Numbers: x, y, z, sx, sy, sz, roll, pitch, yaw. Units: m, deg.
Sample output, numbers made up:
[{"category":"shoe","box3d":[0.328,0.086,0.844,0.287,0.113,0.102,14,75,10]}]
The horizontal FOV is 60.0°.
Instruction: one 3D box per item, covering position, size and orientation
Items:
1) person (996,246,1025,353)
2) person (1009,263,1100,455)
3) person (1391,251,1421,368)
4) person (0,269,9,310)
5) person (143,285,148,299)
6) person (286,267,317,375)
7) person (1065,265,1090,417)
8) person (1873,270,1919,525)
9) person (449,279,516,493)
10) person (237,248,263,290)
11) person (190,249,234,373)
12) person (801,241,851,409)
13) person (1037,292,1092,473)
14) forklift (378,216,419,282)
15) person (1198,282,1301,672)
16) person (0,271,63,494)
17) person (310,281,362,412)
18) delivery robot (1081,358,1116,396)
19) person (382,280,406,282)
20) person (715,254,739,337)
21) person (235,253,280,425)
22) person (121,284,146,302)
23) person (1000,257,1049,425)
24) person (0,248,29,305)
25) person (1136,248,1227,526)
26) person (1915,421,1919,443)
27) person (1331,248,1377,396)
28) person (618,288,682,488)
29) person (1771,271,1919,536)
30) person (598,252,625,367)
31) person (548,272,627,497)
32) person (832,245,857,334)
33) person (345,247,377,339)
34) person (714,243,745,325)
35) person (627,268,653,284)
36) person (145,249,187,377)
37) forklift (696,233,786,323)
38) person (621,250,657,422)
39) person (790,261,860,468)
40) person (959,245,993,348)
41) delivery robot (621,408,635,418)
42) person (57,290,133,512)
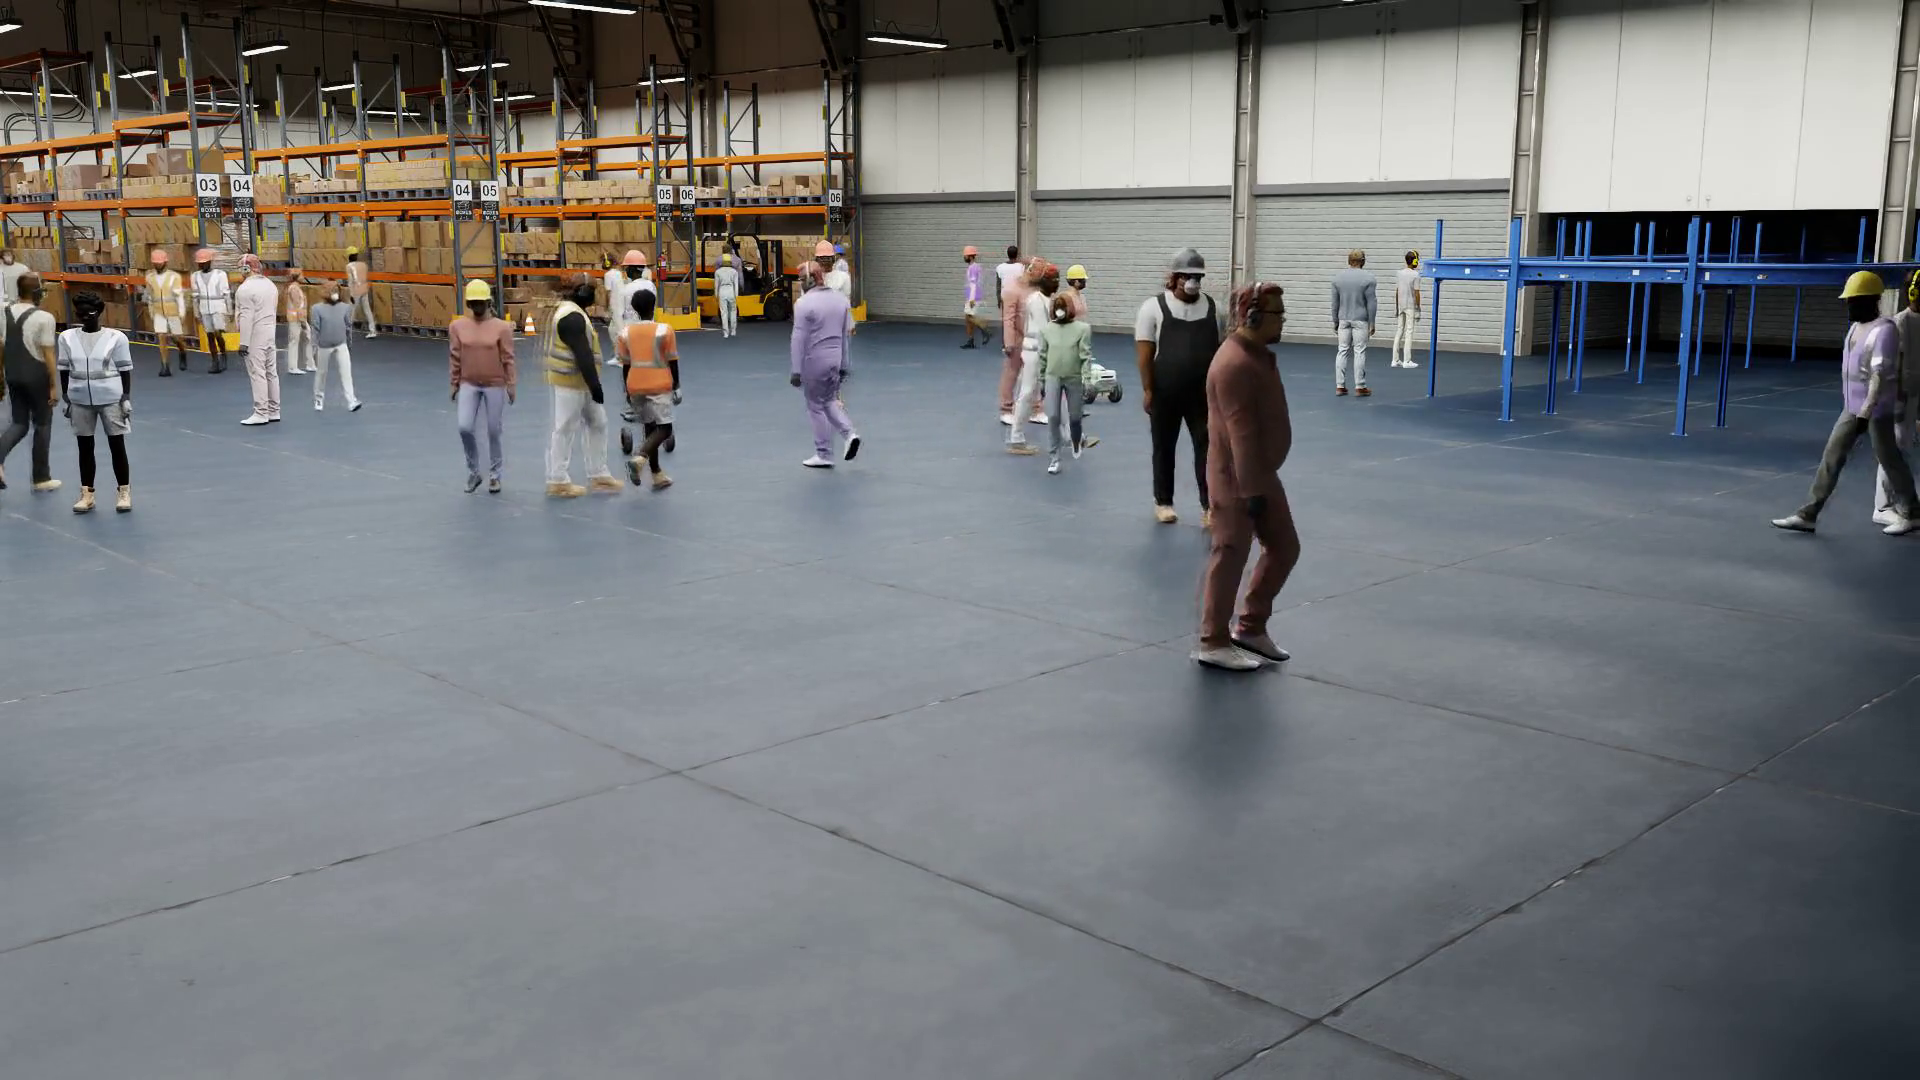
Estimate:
[{"category":"person","box3d":[0.946,-4.338,30.007,0.593,1.921,0.388,3,11,16]},{"category":"person","box3d":[0.891,-1.735,16.042,0.949,1.836,0.573,4,11,21]},{"category":"person","box3d":[7.216,-3.717,26.802,0.324,1.865,0.517,-6,12,-32]},{"category":"person","box3d":[-15.659,-3.772,27.032,0.355,1.881,0.575,-8,13,-36]},{"category":"person","box3d":[-21.005,-6.745,43.396,0.631,1.831,0.445,-6,12,-32]},{"category":"person","box3d":[-9.998,-3.334,25.344,0.632,1.613,0.534,-2,11,-12]},{"category":"person","box3d":[1.343,-2.312,19.383,0.314,1.769,0.523,6,12,29]},{"category":"person","box3d":[6.985,-1.053,12.236,0.322,1.871,0.524,10,14,42]},{"category":"person","box3d":[-3.918,-1.253,13.643,0.545,1.748,0.527,-1,10,-5]},{"category":"person","box3d":[-15.230,-5.326,35.617,0.429,1.844,0.625,6,12,28]},{"category":"person","box3d":[-11.463,-3.504,25.517,0.595,1.898,0.564,0,10,-2]},{"category":"person","box3d":[-1.630,-2.613,20.272,0.614,2.043,0.374,-2,11,-10]},{"category":"person","box3d":[0.948,-1.441,15.047,0.505,1.610,0.622,2,11,10]},{"category":"forklift","box3d":[-17.868,-9.201,54.028,1.873,2.768,1.129,-10,14,-44]},{"category":"person","box3d":[1.423,-0.287,8.031,0.569,1.888,0.652,5,11,24]},{"category":"person","box3d":[-7.630,-1.262,13.533,0.558,1.815,0.665,2,11,9]},{"category":"person","box3d":[-7.537,-2.321,19.987,0.523,1.566,0.959,-8,13,-37]},{"category":"delivery robot","box3d":[1.682,-2.084,21.304,0.477,0.478,0.707,-6,12,-30]},{"category":"person","box3d":[-14.738,-6.708,43.303,0.915,1.792,0.607,8,13,38]},{"category":"person","box3d":[-4.871,-5.103,34.757,0.501,1.701,0.867,-1,10,-7]},{"category":"person","box3d":[-7.919,-2.256,18.699,0.410,1.907,0.642,1,10,6]},{"category":"person","box3d":[-20.370,-6.390,40.925,0.658,2.022,0.614,9,14,41]},{"category":"person","box3d":[0.786,-2.200,18.492,0.718,1.861,0.824,-9,13,-39]},{"category":"person","box3d":[-17.159,-4.335,30.099,0.655,1.879,1.035,-6,12,-28]},{"category":"person","box3d":[1.628,-1.085,12.062,0.682,2.000,0.871,-1,10,-4]},{"category":"person","box3d":[9.563,-1.764,16.030,0.711,1.899,0.647,-2,11,-10]},{"category":"person","box3d":[5.221,-2.883,22.030,0.632,1.939,0.368,8,13,36]},{"category":"person","box3d":[-2.603,-1.237,13.749,0.542,1.678,0.620,4,11,22]},{"category":"person","box3d":[6.409,-0.957,11.758,1.046,1.865,0.601,0,10,1]},{"category":"person","box3d":[-5.550,-3.710,26.829,0.660,1.835,0.510,1,10,8]},{"category":"person","box3d":[-3.027,-1.262,13.534,0.752,1.806,0.652,-1,10,-6]},{"category":"person","box3d":[-2.610,-5.303,35.345,0.989,1.892,0.637,-4,11,-22]},{"category":"person","box3d":[-12.467,-5.097,34.302,1.032,1.864,0.608,6,12,29]},{"category":"person","box3d":[-5.464,-6.066,39.445,0.741,1.921,0.448,-2,11,-12]},{"category":"person","box3d":[-6.688,-5.128,34.773,0.543,1.753,0.600,1,10,5]},{"category":"person","box3d":[-12.031,-3.465,25.272,0.568,1.913,0.712,-1,10,-5]},{"category":"forklift","box3d":[-5.496,-6.489,41.108,2.313,2.155,1.214,-10,14,-44]},{"category":"person","box3d":[-3.683,-2.331,19.014,0.361,1.939,0.542,3,11,18]},{"category":"person","box3d":[-1.255,-1.588,15.141,0.502,1.880,0.650,7,13,35]},{"category":"person","box3d":[0.272,-4.554,31.186,0.541,1.918,0.565,-1,10,-5]},{"category":"delivery robot","box3d":[-3.152,-1.326,16.462,0.335,0.223,0.698,-4,11,-23]},{"category":"person","box3d":[-6.628,-1.063,12.772,0.532,1.693,0.319,-2,11,-11]}]
